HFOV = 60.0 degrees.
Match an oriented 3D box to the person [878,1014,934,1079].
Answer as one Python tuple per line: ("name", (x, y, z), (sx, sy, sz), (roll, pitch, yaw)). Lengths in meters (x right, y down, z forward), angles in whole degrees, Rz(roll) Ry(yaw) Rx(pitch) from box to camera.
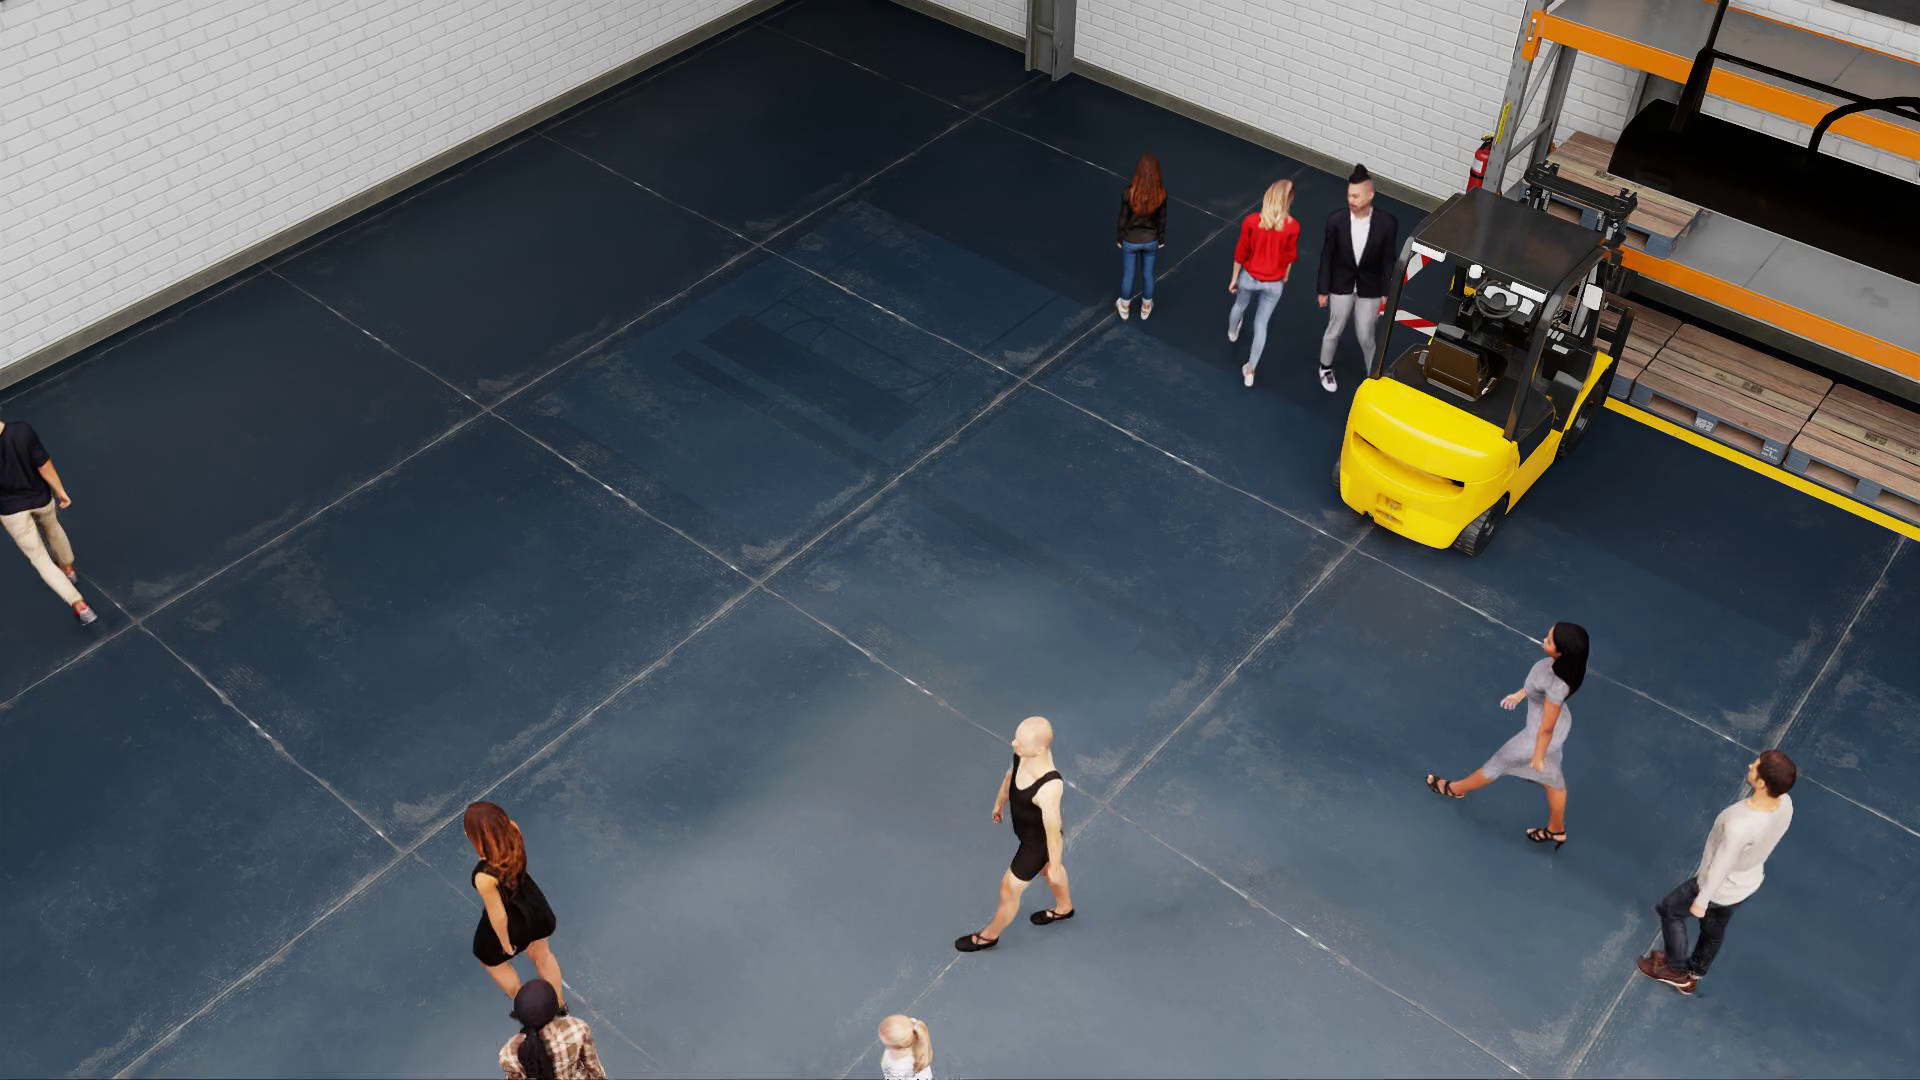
("person", (-0.188, 2.700, 8.232), (0.877, 1.258, 0.648), (17, 46, 17))

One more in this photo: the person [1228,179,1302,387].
("person", (2.338, -1.932, 12.810), (1.057, 1.650, 0.992), (7, 44, 7))

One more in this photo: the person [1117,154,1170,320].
("person", (1.467, -2.445, 13.472), (0.619, 1.481, 0.679), (-4, 44, -4))

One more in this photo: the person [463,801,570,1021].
("person", (-2.209, 1.969, 8.589), (0.723, 1.825, 0.680), (13, 45, 13))

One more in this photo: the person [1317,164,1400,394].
("person", (2.978, -2.001, 12.692), (0.820, 1.913, 0.998), (5, 44, 5))

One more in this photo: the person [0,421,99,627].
("person", (-6.073, -0.189, 10.856), (1.126, 1.822, 0.658), (31, 52, 29))

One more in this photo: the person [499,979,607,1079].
("person", (-1.851, 2.711, 7.840), (0.738, 1.782, 0.823), (-20, 47, -20))

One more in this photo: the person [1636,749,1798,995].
("person", (4.073, 1.844, 8.703), (0.738, 1.849, 0.682), (-27, 50, -25))

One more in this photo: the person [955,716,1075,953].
("person", (0.496, 1.576, 9.028), (1.072, 1.787, 1.057), (-10, 45, -10))

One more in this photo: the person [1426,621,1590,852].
("person", (3.415, 1.170, 9.490), (1.098, 1.738, 0.626), (27, 50, 25))
